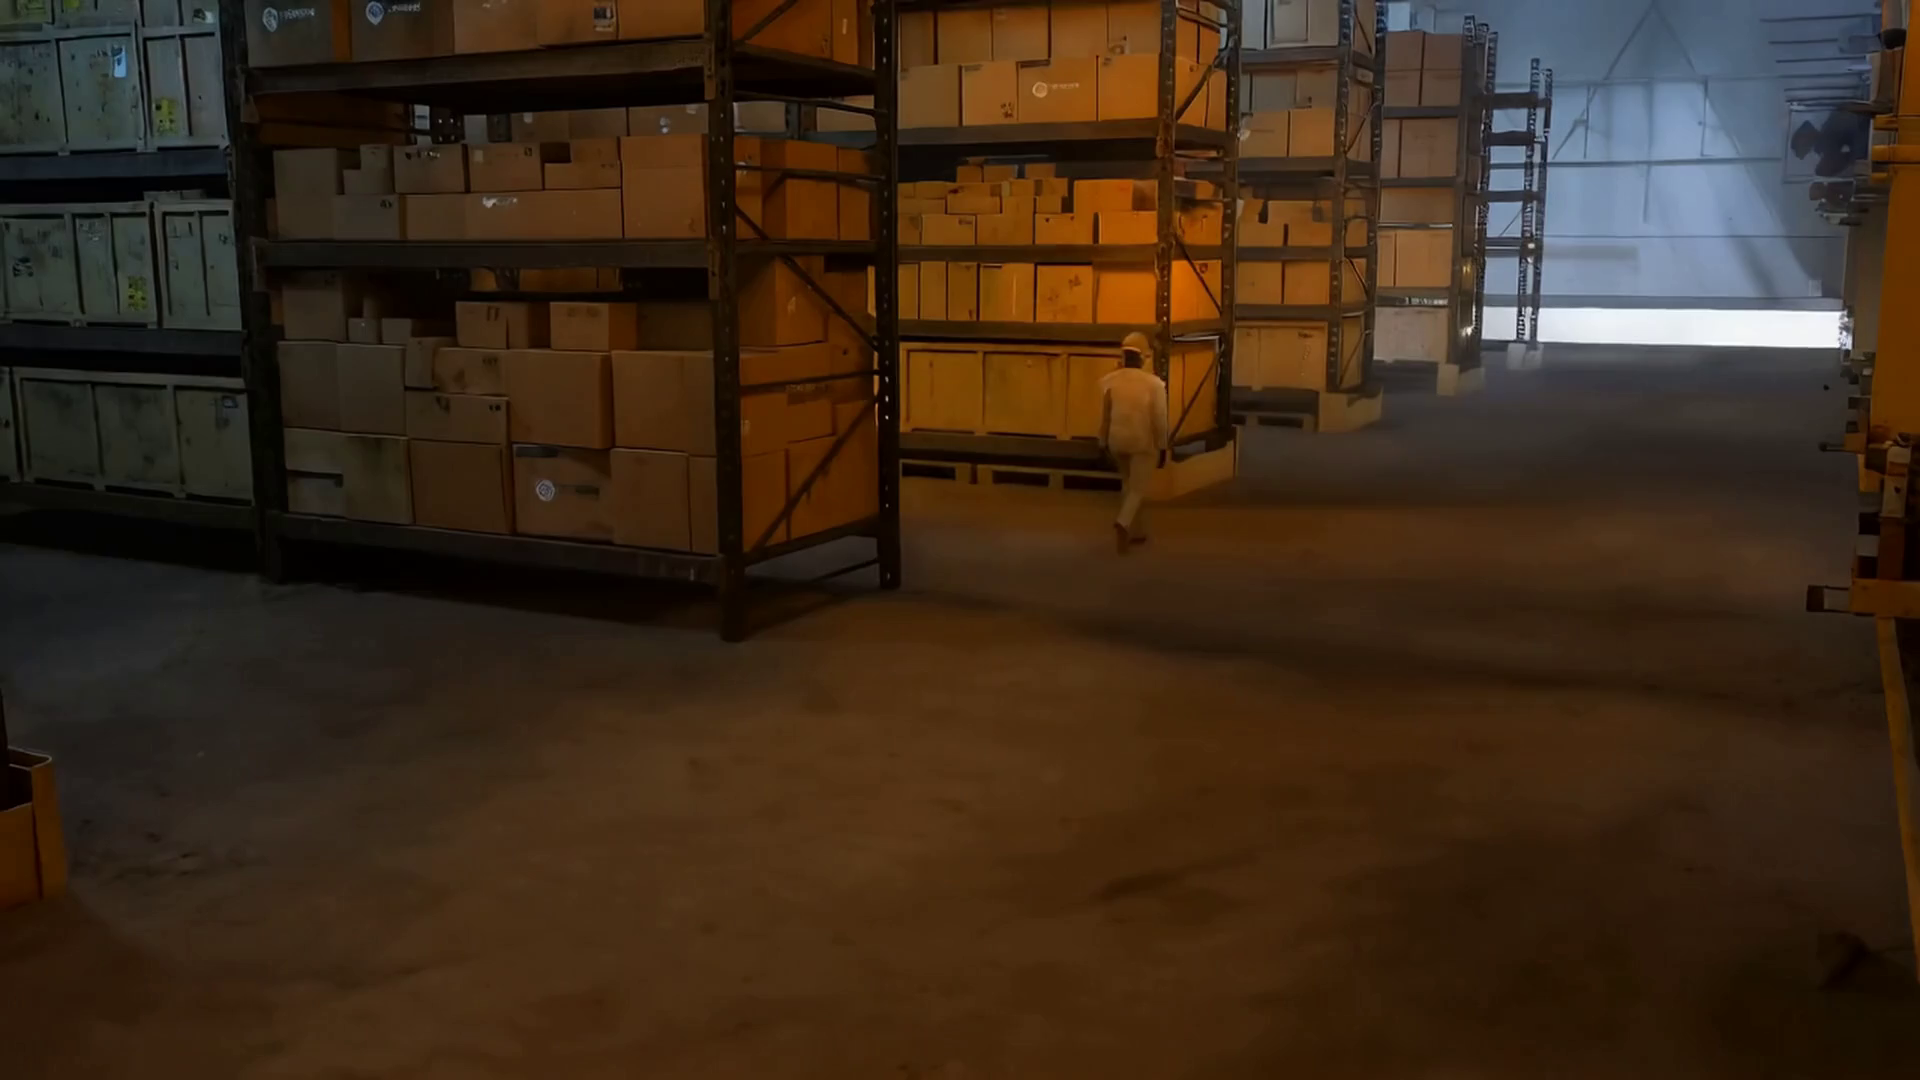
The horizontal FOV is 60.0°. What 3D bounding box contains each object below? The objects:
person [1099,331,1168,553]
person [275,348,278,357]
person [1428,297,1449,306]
[{"bbox_3d":[1.335,-0.768,13.025,0.570,1.730,0.741,6,11,30],"label":"person"},{"bbox_3d":[-7.398,-1.715,18.399,0.912,1.808,0.612,6,11,31],"label":"person"},{"bbox_3d":[9.412,-4.112,32.774,0.505,1.594,0.829,-2,10,-12],"label":"person"}]
